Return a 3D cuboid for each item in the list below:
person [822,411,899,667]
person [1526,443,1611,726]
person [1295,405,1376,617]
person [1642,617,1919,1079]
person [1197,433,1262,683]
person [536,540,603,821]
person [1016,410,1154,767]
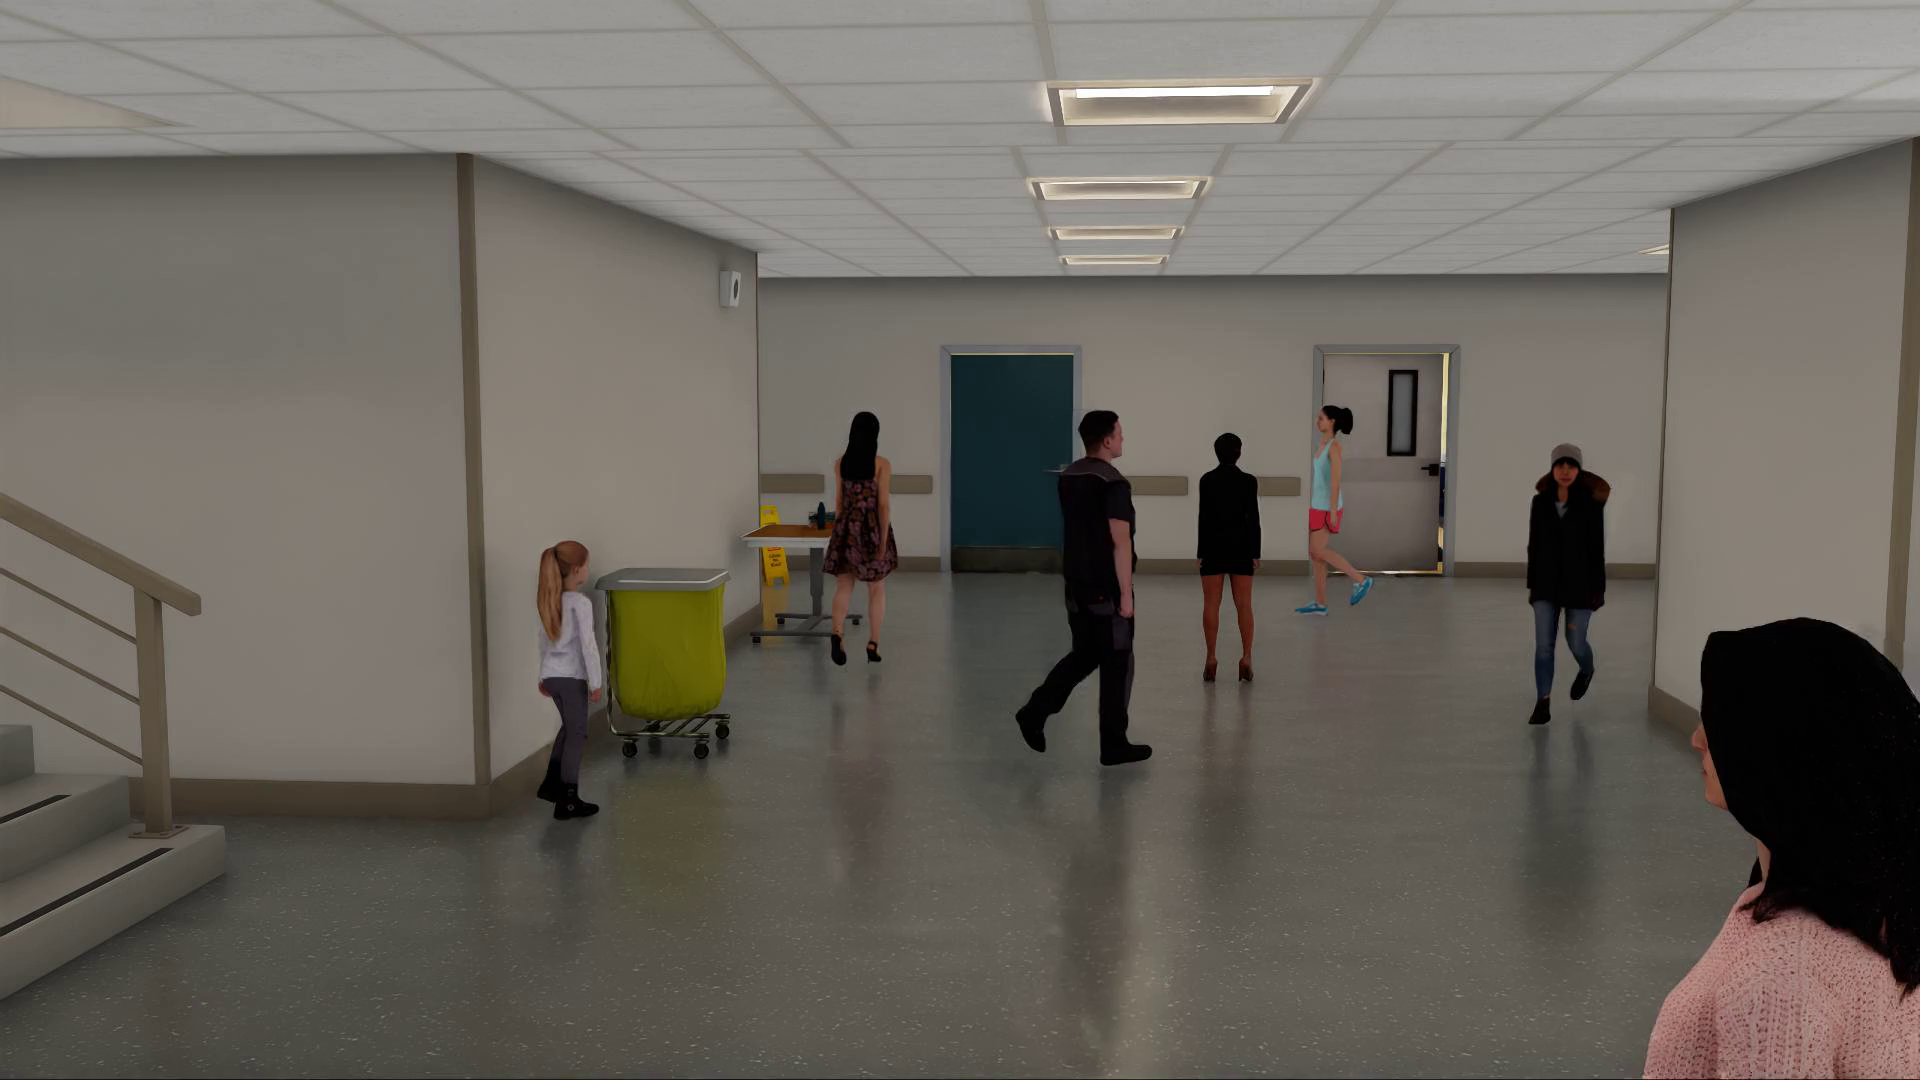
[{"bbox_3d":[-0.692,0.048,11.086,1.092,1.740,0.754,1,6,10],"label":"person"},{"bbox_3d":[3.527,0.257,9.648,1.001,1.612,0.952,4,7,35],"label":"person"},{"bbox_3d":[3.117,-0.232,13.814,0.854,1.751,0.575,0,6,4],"label":"person"},{"bbox_3d":[0.994,0.989,1.802,1.120,1.727,1.186,-5,8,-41],"label":"person"},{"bbox_3d":[1.759,0.113,10.945,0.539,1.640,0.631,1,6,7],"label":"person"},{"bbox_3d":[-1.835,0.641,7.539,0.582,1.270,0.659,5,7,40],"label":"person"},{"bbox_3d":[0.636,0.263,8.505,1.131,1.829,1.024,-3,6,-28],"label":"person"}]
